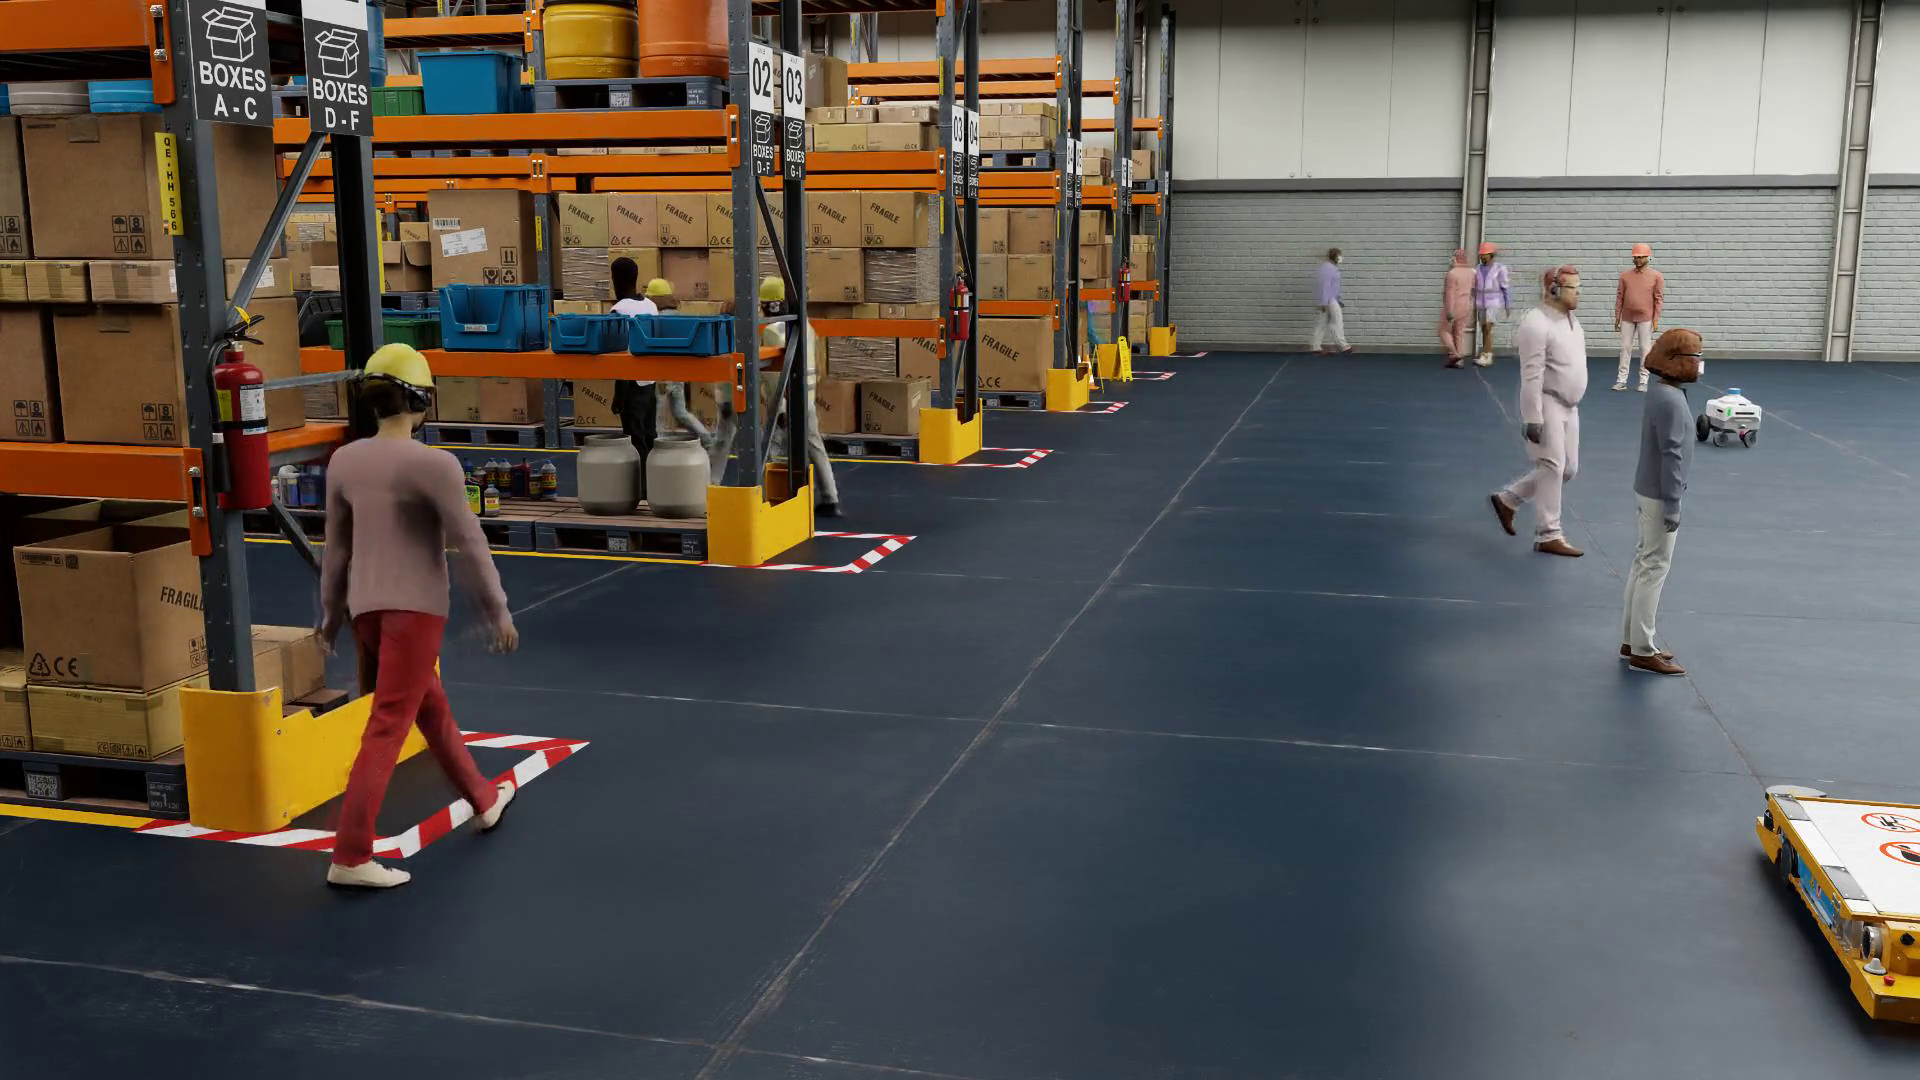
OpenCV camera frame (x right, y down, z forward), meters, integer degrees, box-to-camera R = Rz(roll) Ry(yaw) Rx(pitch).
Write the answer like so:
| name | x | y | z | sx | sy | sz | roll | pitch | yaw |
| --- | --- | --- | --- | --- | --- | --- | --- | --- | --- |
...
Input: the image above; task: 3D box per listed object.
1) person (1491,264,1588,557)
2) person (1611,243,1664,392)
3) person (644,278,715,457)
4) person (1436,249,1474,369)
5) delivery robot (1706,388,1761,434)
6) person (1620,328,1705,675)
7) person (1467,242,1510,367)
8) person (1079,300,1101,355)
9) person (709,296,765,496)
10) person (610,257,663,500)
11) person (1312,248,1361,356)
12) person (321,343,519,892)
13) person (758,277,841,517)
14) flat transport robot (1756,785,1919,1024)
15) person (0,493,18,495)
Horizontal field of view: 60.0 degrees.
| name | x | y | z | sx | sy | sz | roll | pitch | yaw |
| --- | --- | --- | --- | --- | --- | --- | --- | --- | --- |
| person | 3.828 | -0.855 | 10.897 | 0.654 | 1.888 | 0.650 | 10 | 14 | 44 |
| person | 9.174 | -3.008 | 22.532 | 0.612 | 1.995 | 0.382 | 8 | 13 | 38 |
| person | -2.544 | -1.464 | 14.765 | 0.803 | 1.717 | 0.492 | 2 | 10 | 11 |
| person | 7.861 | -3.666 | 26.456 | 0.656 | 1.889 | 0.443 | -8 | 13 | -36 |
| delivery robot | 7.742 | -1.274 | 16.652 | 0.477 | 0.478 | 0.707 | 1 | 10 | 7 |
| person | 3.346 | -0.189 | 7.910 | 0.264 | 1.632 | 0.507 | 3 | 11 | 14 |
| person | 8.456 | -3.782 | 26.796 | 0.674 | 1.996 | 0.959 | 10 | 14 | 44 |
| person | 1.907 | -3.642 | 26.642 | 1.021 | 1.778 | 0.582 | 1 | 10 | 6 |
| person | -1.644 | -1.078 | 12.900 | 0.811 | 1.599 | 0.518 | -1 | 10 | -8 |
| person | -2.422 | -1.142 | 12.418 | 0.398 | 1.915 | 0.589 | 3 | 11 | 14 |
| person | 6.664 | -4.178 | 29.289 | 0.950 | 1.901 | 0.635 | 3 | 11 | 17 |
| person | -1.760 | 0.228 | 5.385 | 0.629 | 1.700 | 0.919 | 5 | 11 | 27 |
| person | -1.273 | -1.049 | 12.304 | 0.948 | 1.773 | 0.607 | 6 | 12 | 32 |
| flat transport robot | 2.841 | 1.041 | 4.873 | 0.652 | 0.197 | 1.431 | 3 | 11 | 14 |
| person | -5.237 | -0.552 | 8.920 | 0.394 | 1.992 | 0.622 | 3 | 11 | 14 |
